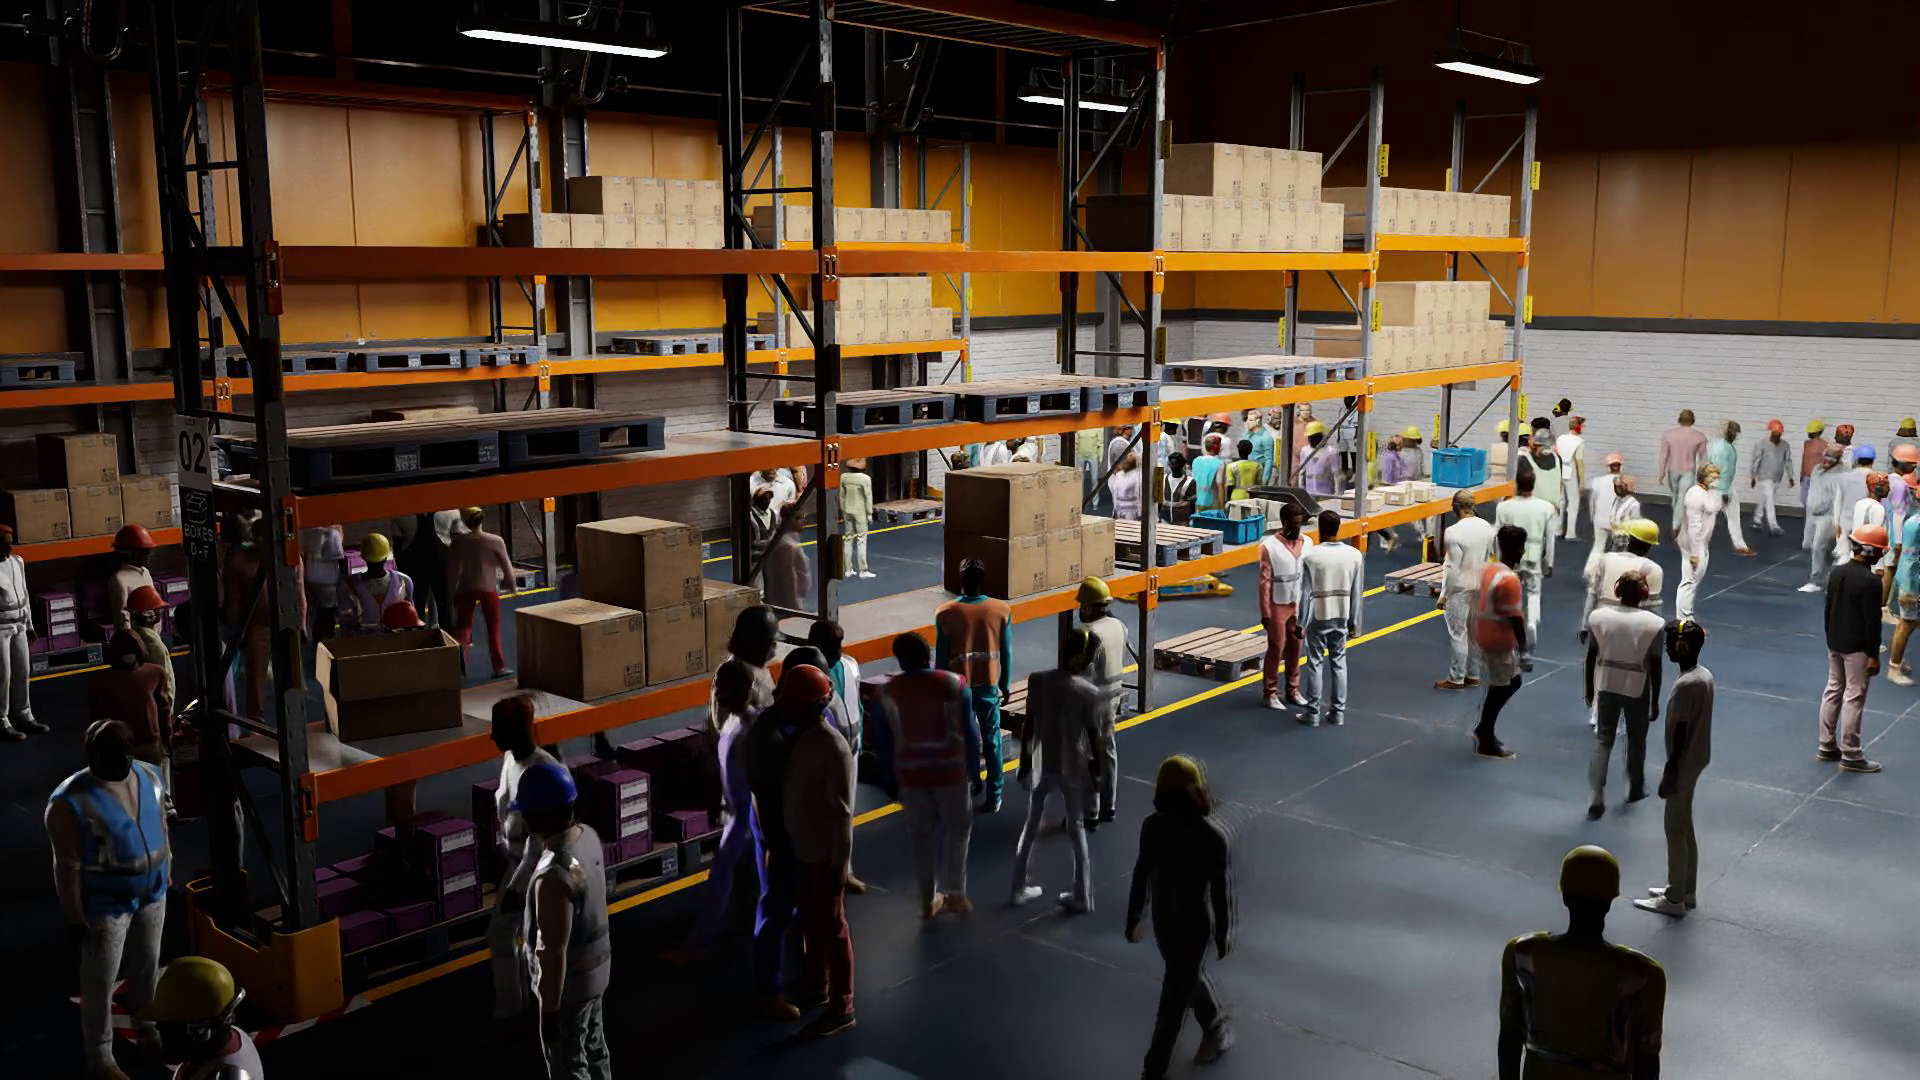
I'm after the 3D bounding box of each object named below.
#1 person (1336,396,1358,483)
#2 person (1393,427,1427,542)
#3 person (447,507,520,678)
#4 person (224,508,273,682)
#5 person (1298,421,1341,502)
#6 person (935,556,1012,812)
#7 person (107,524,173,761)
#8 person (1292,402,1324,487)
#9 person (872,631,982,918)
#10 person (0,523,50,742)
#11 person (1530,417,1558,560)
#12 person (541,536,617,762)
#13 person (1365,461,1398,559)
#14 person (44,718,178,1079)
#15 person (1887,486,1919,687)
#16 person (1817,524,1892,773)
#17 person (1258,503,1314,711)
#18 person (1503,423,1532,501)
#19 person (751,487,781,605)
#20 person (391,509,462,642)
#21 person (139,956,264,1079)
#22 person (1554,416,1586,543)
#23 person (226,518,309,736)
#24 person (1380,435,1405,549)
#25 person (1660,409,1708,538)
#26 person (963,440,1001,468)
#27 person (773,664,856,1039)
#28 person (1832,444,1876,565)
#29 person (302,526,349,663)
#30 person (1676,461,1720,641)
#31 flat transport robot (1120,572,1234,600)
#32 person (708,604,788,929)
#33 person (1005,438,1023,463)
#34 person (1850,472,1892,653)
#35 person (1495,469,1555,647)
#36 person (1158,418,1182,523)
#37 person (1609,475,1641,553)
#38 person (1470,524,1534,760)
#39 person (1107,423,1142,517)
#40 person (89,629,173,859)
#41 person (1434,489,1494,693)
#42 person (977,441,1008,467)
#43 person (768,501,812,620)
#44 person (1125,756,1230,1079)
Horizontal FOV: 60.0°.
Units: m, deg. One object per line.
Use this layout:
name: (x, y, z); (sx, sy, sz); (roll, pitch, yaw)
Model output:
person: (7.154, -1.892, 30.629); (0.320, 1.695, 0.534); (-6, 11, -33)
person: (6.542, -0.828, 24.290); (0.485, 1.687, 0.918); (-8, 12, -39)
person: (-4.644, 0.509, 16.152); (0.668, 1.746, 0.454); (0, 10, 1)
person: (-6.906, 0.454, 16.166); (0.428, 1.842, 0.631); (-4, 10, -25)
person: (4.889, -0.661, 22.646); (0.707, 1.903, 0.476); (8, 13, 41)
person: (0.099, 1.074, 12.235); (0.587, 1.920, 0.391); (-2, 10, -12)
person: (-6.549, 0.860, 13.285); (0.382, 1.993, 0.622); (-1, 10, -8)
person: (5.403, -1.247, 26.177); (0.643, 1.899, 0.398); (0, 10, 2)
person: (-0.202, 1.465, 10.255); (0.667, 1.822, 0.431); (1, 10, 3)
person: (-8.104, 0.780, 14.130); (0.373, 1.878, 0.586); (1, 10, 9)
person: (7.944, -0.709, 22.751); (0.367, 1.961, 0.609); (-1, 10, -5)
person: (-3.090, 0.886, 13.406); (0.591, 1.905, 0.674); (9, 13, 44)
person: (5.667, -0.557, 22.704); (0.585, 1.670, 0.565); (2, 10, 12)
person: (-4.168, 1.778, 8.267); (0.429, 1.841, 0.633); (4, 10, 24)
person: (9.230, 0.405, 15.974); (0.476, 2.024, 0.769); (9, 13, 42)
person: (7.186, 0.856, 13.345); (0.401, 1.984, 0.612); (-1, 10, -4)
person: (2.953, 0.597, 15.133); (0.601, 1.906, 0.386); (-5, 11, -30)
person: (7.515, -0.609, 22.319); (0.591, 1.913, 0.396); (-5, 11, -28)
person: (-2.155, 0.225, 18.162); (0.517, 1.632, 0.314); (-7, 12, -37)
person: (-5.405, 0.228, 16.925); (0.681, 2.000, 0.535); (-3, 10, -16)
person: (-2.465, 2.246, 5.493); (0.404, 1.831, 0.600); (-5, 11, -26)
person: (8.831, -0.876, 24.134); (0.402, 1.836, 0.577); (-3, 10, -18)
person: (-5.882, 0.751, 14.202); (0.642, 1.909, 0.410); (-8, 12, -39)
person: (6.122, -0.683, 23.591); (0.312, 1.632, 0.526); (4, 10, 23)
person: (10.737, -0.994, 24.696); (0.651, 1.890, 1.033); (7, 12, 35)
person: (0.290, -0.883, 23.731); (0.734, 1.981, 0.446); (-7, 12, -37)
person: (-0.779, 1.620, 8.788); (0.409, 1.986, 0.621); (-6, 11, -31)
person: (10.637, -0.175, 19.698); (0.573, 1.922, 0.634); (-6, 11, -31)
person: (-6.434, 0.392, 17.031); (0.541, 1.668, 0.683); (7, 12, 35)
person: (7.964, 0.110, 17.958); (0.377, 1.933, 0.628); (6, 11, 33)
flat transport robot: (2.549, 0.547, 20.295); (1.431, 0.197, 0.652); (-3, 10, -15)
person: (-1.244, 1.372, 10.093); (0.535, 2.000, 0.716); (0, 10, 1)
person: (0.723, -0.502, 21.747); (0.355, 1.884, 0.575); (0, 10, 1)
person: (9.512, 0.228, 17.396); (0.353, 1.883, 0.573); (1, 10, 6)
person: (5.916, 0.213, 17.462); (0.604, 1.896, 0.675); (3, 10, 17)
person: (3.018, -0.929, 24.200); (0.396, 1.920, 0.586); (4, 10, 25)
person: (7.730, 0.052, 19.210); (0.458, 1.619, 0.577); (-1, 10, -6)
person: (4.435, 0.840, 13.576); (0.434, 1.941, 0.667); (1, 10, 6)
person: (2.274, -0.723, 22.602); (0.538, 2.000, 0.682); (0, 10, -1)
person: (-5.559, 1.391, 11.195); (0.507, 1.632, 0.265); (-9, 13, -42)
person: (4.755, 0.482, 15.730); (0.627, 1.934, 0.370); (-7, 12, -36)
person: (0.409, -0.713, 22.849); (0.375, 1.935, 0.551); (-8, 12, -40)
person: (-1.558, 0.579, 15.290); (0.394, 1.893, 0.712); (-3, 10, -15)
person: (1.086, 1.865, 8.181); (0.913, 1.696, 0.502); (-9, 13, -44)
